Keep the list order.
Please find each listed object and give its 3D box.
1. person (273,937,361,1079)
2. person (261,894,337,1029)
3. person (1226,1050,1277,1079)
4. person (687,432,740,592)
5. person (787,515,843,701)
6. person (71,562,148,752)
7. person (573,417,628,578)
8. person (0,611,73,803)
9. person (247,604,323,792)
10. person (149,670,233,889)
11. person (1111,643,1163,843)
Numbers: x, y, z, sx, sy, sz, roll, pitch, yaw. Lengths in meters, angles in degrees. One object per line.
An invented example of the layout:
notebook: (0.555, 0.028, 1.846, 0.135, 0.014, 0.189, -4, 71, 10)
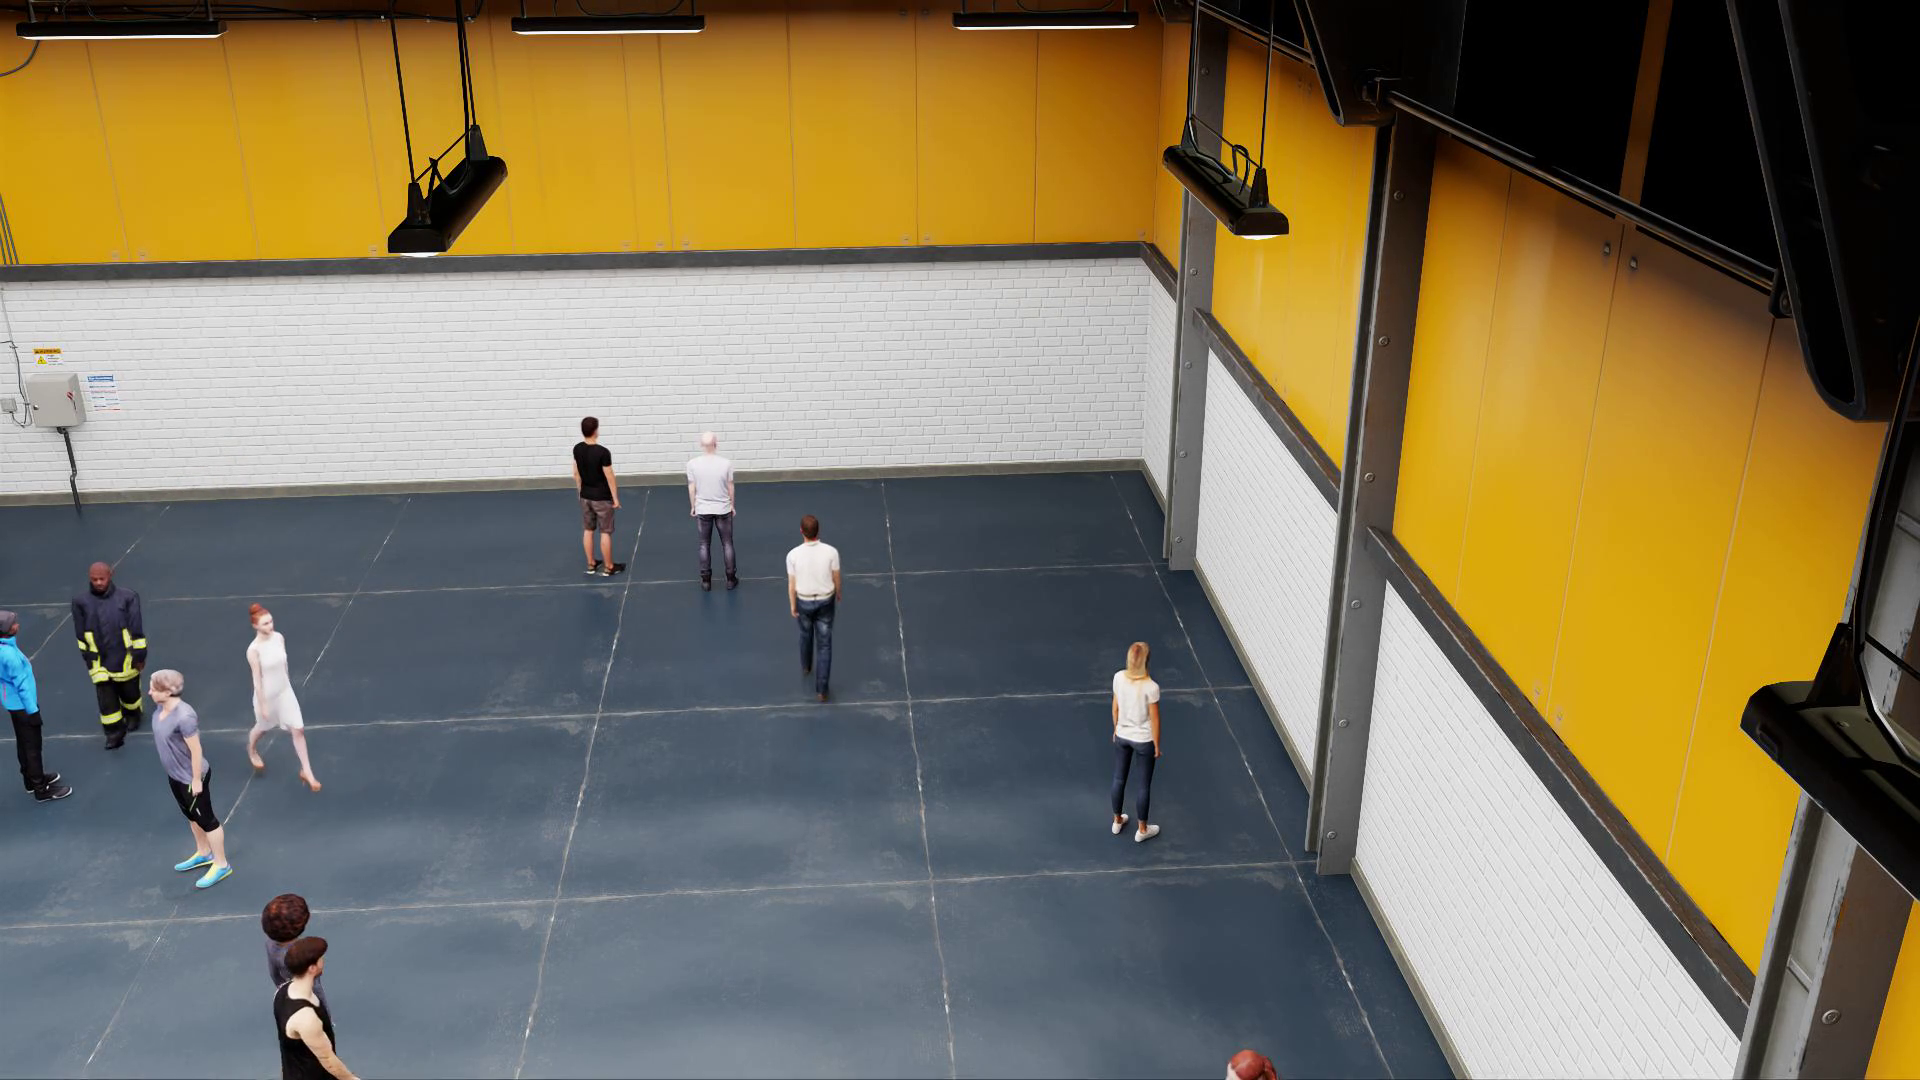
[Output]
person: (-4.002, 3.295, 10.040, 1.038, 1.842, 1.129, -13, 27, -27)
person: (-4.260, 3.049, 10.765, 0.656, 1.712, 0.689, 15, 28, 30)
person: (1.618, 3.572, 9.511, 0.786, 1.757, 0.573, 10, 25, 21)
person: (-2.720, -0.323, 18.324, 0.638, 1.836, 0.561, -2, 24, -5)
person: (-1.382, 0.670, 16.077, 0.667, 1.817, 1.074, -2, 24, -5)
person: (-7.825, 0.981, 15.405, 0.931, 1.785, 1.200, -7, 25, -16)
person: (-4.102, -0.496, 18.690, 0.768, 1.861, 0.745, 10, 25, 21)
person: (-8.137, 1.422, 14.381, 0.758, 1.796, 0.679, -21, 31, -40)
person: (-6.073, 1.380, 14.531, 1.030, 1.754, 1.123, 11, 26, 24)
person: (-6.157, 1.864, 13.261, 0.732, 1.885, 0.802, 20, 30, 38)
person: (1.451, 1.666, 13.809, 0.658, 1.809, 0.700, 16, 28, 32)
